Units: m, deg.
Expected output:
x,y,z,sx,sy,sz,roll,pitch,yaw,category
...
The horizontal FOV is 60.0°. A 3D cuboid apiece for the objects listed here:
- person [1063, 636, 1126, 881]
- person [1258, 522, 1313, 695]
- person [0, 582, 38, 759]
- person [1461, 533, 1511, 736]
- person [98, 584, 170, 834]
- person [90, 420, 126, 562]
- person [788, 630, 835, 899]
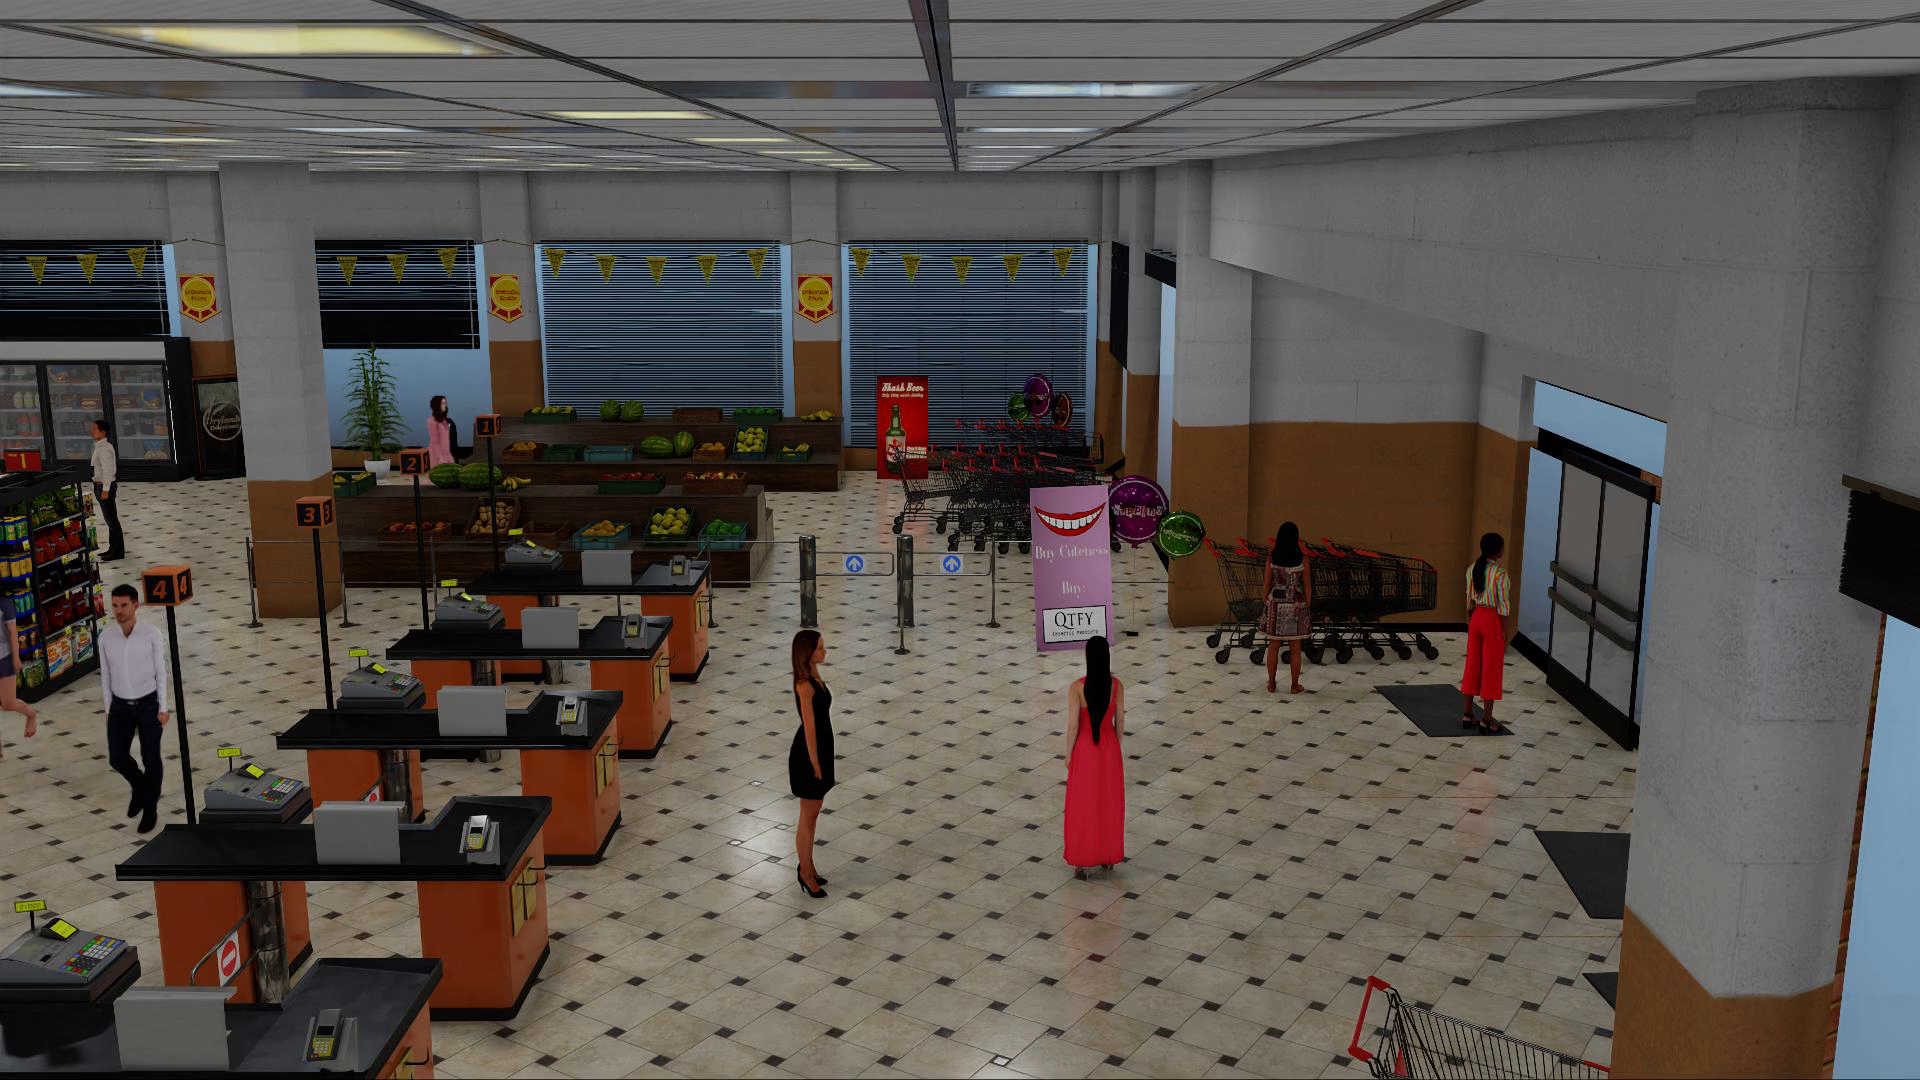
x,y,z,sx,sy,sz,roll,pitch,yaw,category
0.934,1.494,11.487,0.608,1.726,0.742,-4,12,-17,person
3.084,0.635,15.764,0.575,1.644,0.767,4,12,17,person
-8.062,0.998,13.927,0.763,1.692,0.646,0,12,-1,person
4.612,0.811,14.571,0.703,1.793,0.677,-8,14,-34,person
-6.142,1.217,12.491,0.751,1.854,0.745,-2,12,-9,person
-11.016,-0.654,21.478,0.739,1.813,0.740,-7,14,-30,person
-1.000,1.497,11.209,0.506,1.835,0.570,0,12,0,person
